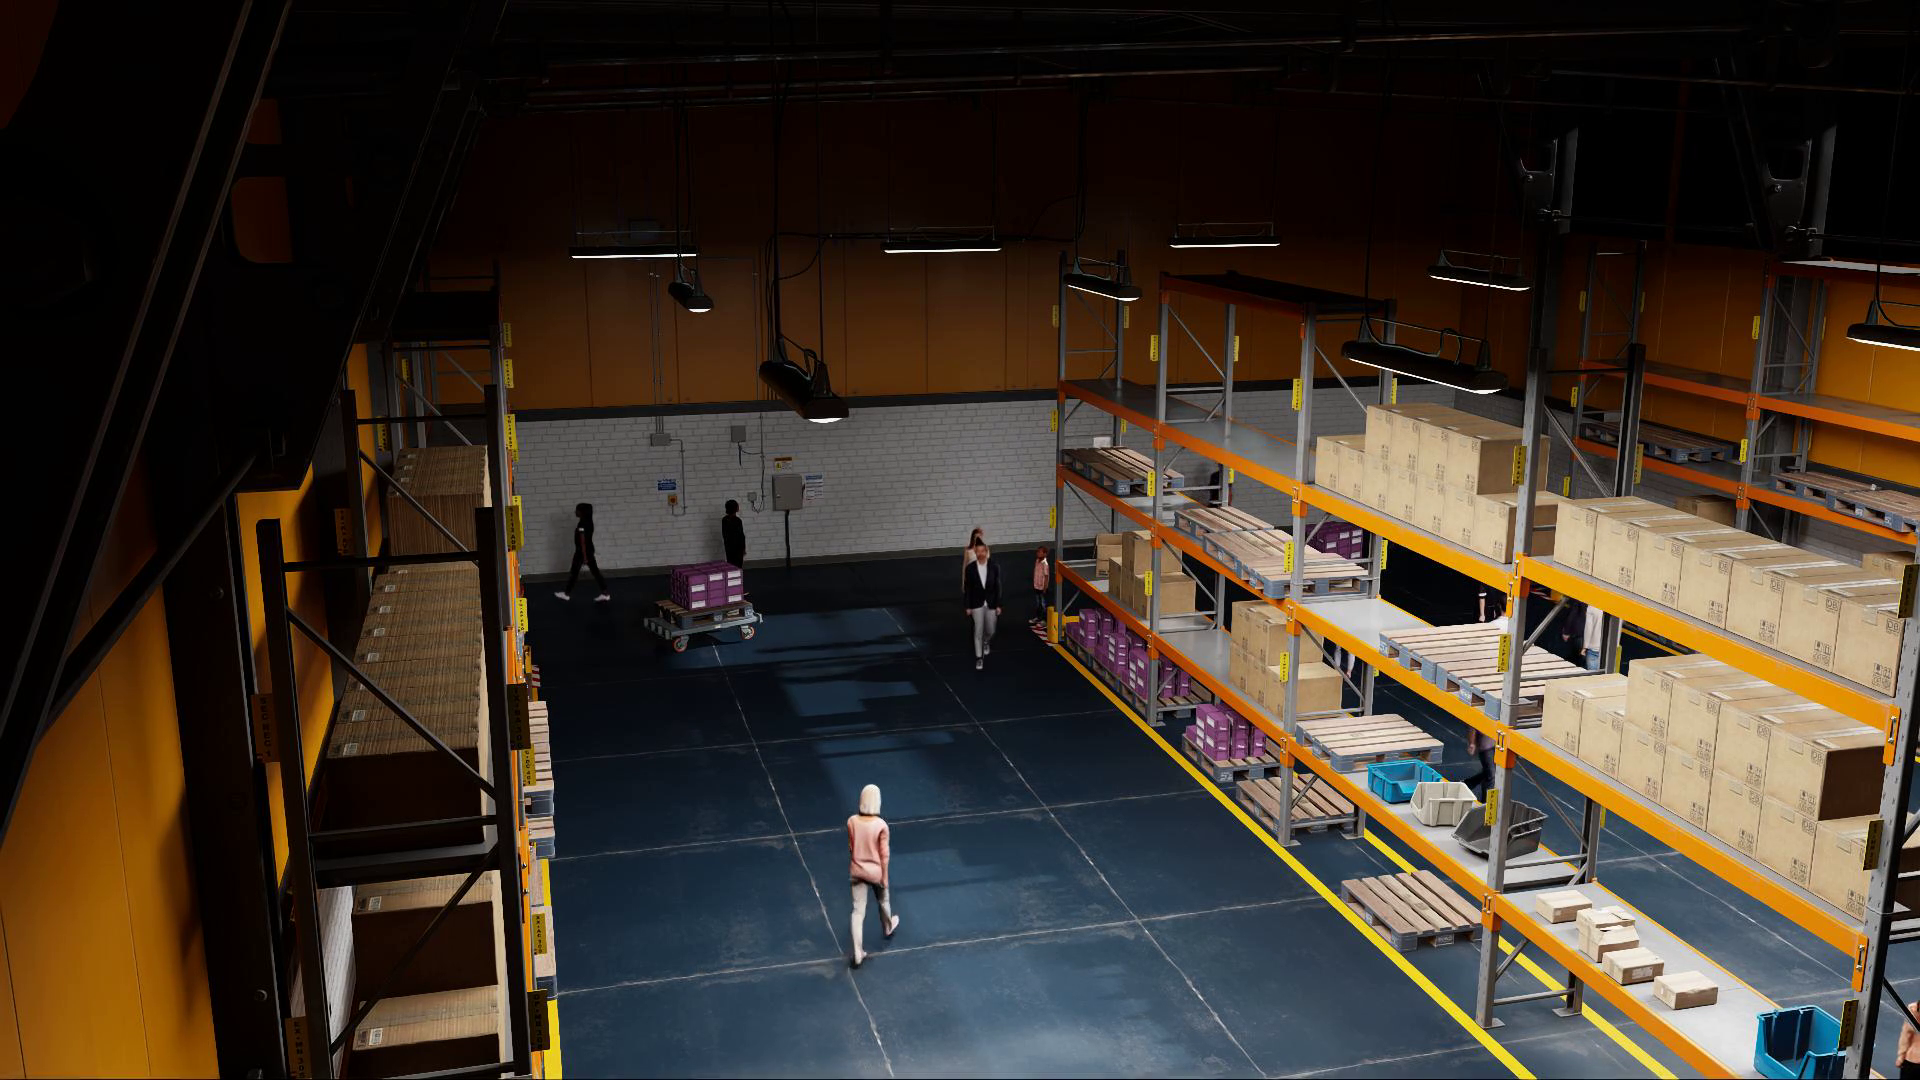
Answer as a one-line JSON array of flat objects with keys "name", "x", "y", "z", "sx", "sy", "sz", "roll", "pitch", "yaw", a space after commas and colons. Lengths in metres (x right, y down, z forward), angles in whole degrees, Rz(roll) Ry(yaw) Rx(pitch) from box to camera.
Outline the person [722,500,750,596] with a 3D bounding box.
[{"name": "person", "x": -3.849, "y": 0.125, "z": 28.340, "sx": 0.681, "sy": 1.675, "sz": 0.741, "roll": 8, "pitch": 16, "yaw": 29}]

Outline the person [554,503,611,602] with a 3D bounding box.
[{"name": "person", "x": -6.192, "y": 0.251, "z": 27.815, "sx": 0.992, "sy": 1.679, "sz": 1.203, "roll": 2, "pitch": 14, "yaw": 7}]

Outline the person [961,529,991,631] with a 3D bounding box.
[{"name": "person", "x": 0.240, "y": 0.658, "z": 26.141, "sx": 0.826, "sy": 1.675, "sz": 1.164, "roll": 1, "pitch": 14, "yaw": 3}]

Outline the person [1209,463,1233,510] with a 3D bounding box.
[{"name": "person", "x": 4.877, "y": -0.675, "z": 31.426, "sx": 0.910, "sy": 1.778, "sz": 0.937, "roll": 13, "pitch": 18, "yaw": 42}]

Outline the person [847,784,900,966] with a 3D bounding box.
[{"name": "person", "x": -0.903, "y": 3.184, "z": 15.700, "sx": 1.002, "sy": 1.679, "sz": 1.176, "roll": 4, "pitch": 14, "yaw": 18}]

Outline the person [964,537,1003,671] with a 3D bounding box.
[{"name": "person", "x": 0.347, "y": 0.905, "z": 24.579, "sx": 0.836, "sy": 1.930, "sz": 1.083, "roll": -1, "pitch": 14, "yaw": -2}]

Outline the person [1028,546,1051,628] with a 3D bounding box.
[{"name": "person", "x": 1.313, "y": 0.725, "z": 26.646, "sx": 0.601, "sy": 1.307, "sz": 0.488, "roll": -7, "pitch": 15, "yaw": -26}]
